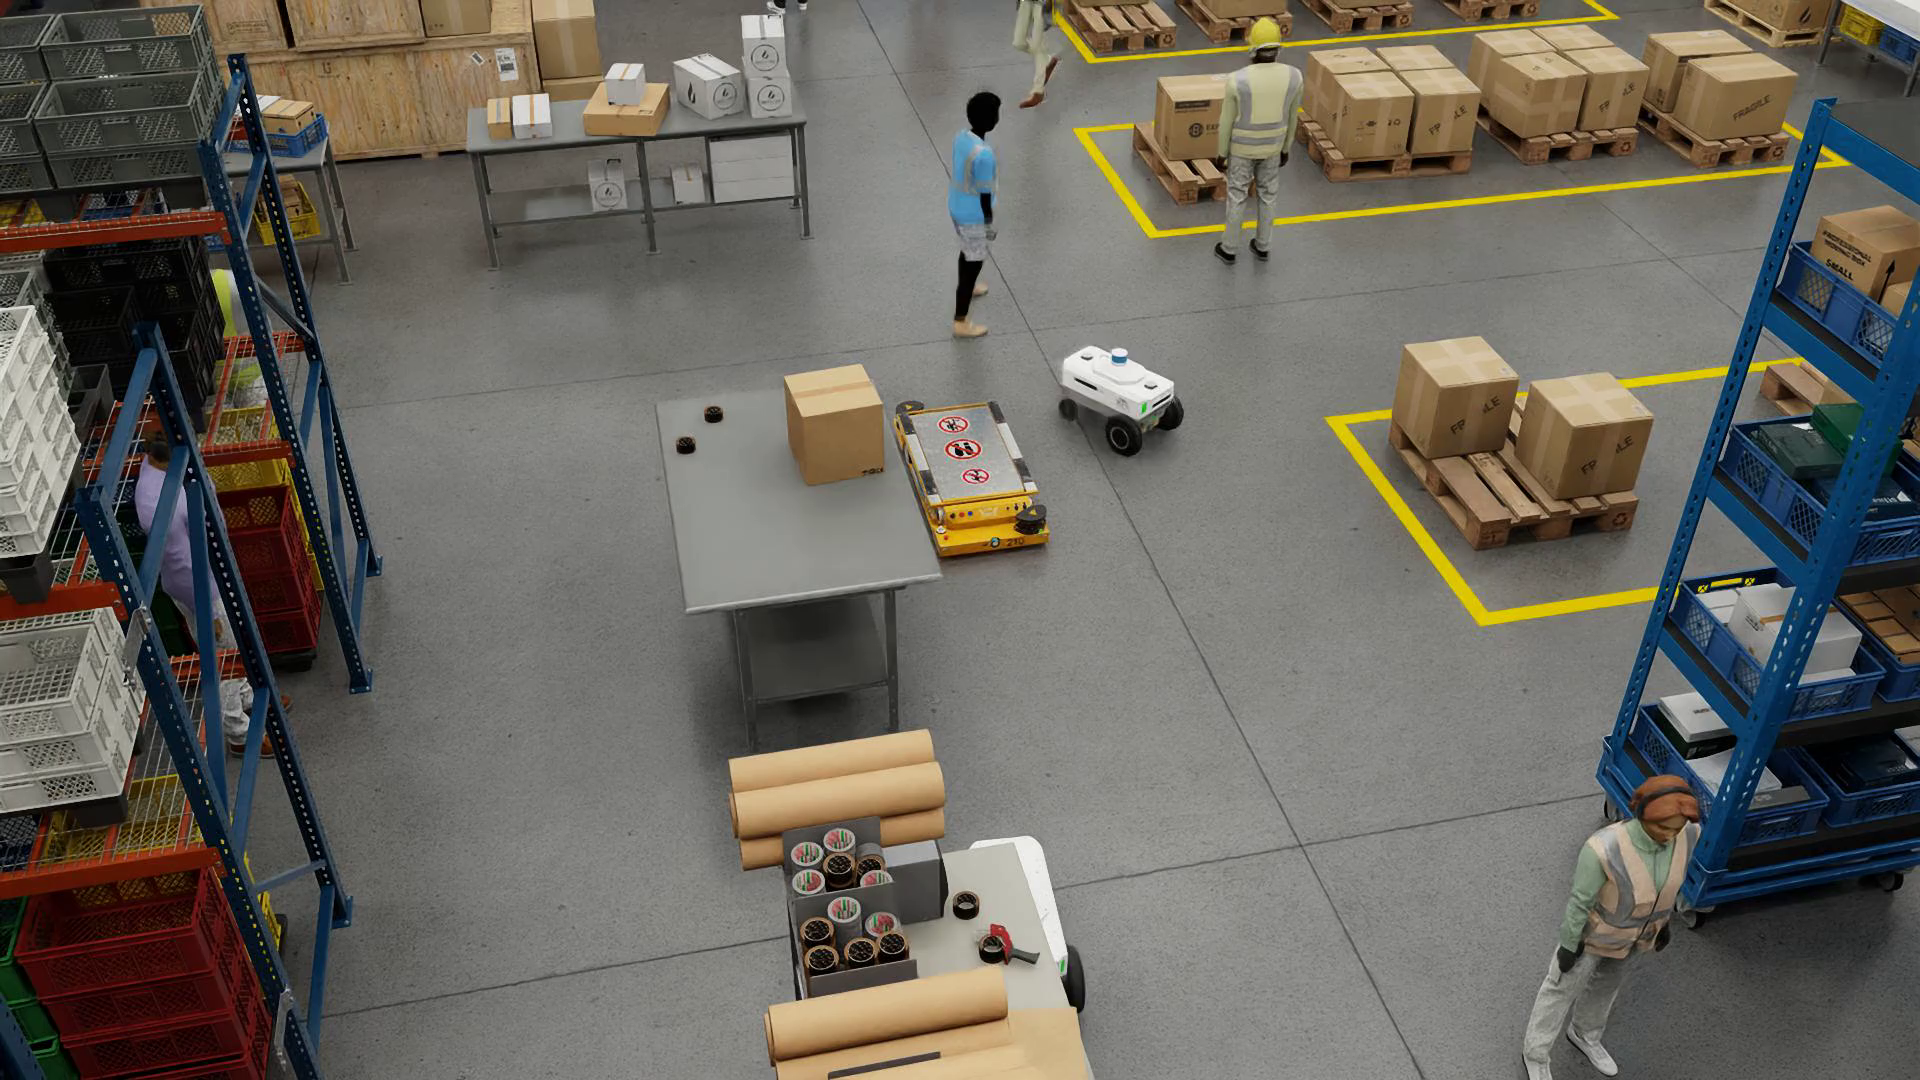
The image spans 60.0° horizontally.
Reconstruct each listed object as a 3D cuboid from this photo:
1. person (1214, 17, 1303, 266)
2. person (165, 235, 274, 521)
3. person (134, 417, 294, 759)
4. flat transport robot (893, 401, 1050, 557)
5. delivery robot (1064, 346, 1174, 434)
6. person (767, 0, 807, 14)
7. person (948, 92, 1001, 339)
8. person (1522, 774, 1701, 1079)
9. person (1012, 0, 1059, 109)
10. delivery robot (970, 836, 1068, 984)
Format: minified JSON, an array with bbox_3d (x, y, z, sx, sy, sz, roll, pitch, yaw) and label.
[{"bbox_3d":[2.149,-2.883,12.117,0.582,1.823,0.403,-7,37,-9],"label":"person"},{"bbox_3d":[-4.198,-0.943,9.493,0.637,1.840,0.429,-18,40,-22],"label":"person"},{"bbox_3d":[-3.562,0.199,7.881,0.372,1.934,0.627,-10,38,-13],"label":"person"},{"bbox_3d":[0.046,-0.430,10.108,0.652,0.197,1.431,-8,37,-10],"label":"flat transport robot"},{"bbox_3d":[0.997,-0.983,10.540,0.707,0.478,0.477,30,46,34],"label":"delivery robot"},{"bbox_3d":[-1.767,-6.218,16.522,0.587,1.914,0.391,-15,39,-20],"label":"person"},{"bbox_3d":[0.088,-2.272,11.431,0.401,1.676,0.612,-10,38,-14],"label":"person"},{"bbox_3d":[2.500,1.503,6.371,0.513,1.639,0.311,-13,38,-16],"label":"person"},{"bbox_3d":[0.692,-4.728,14.583,0.547,1.848,0.524,-31,46,-34],"label":"person"},{"bbox_3d":[0.234,1.591,7.081,0.477,0.478,0.707,-5,37,-6],"label":"delivery robot"}]
